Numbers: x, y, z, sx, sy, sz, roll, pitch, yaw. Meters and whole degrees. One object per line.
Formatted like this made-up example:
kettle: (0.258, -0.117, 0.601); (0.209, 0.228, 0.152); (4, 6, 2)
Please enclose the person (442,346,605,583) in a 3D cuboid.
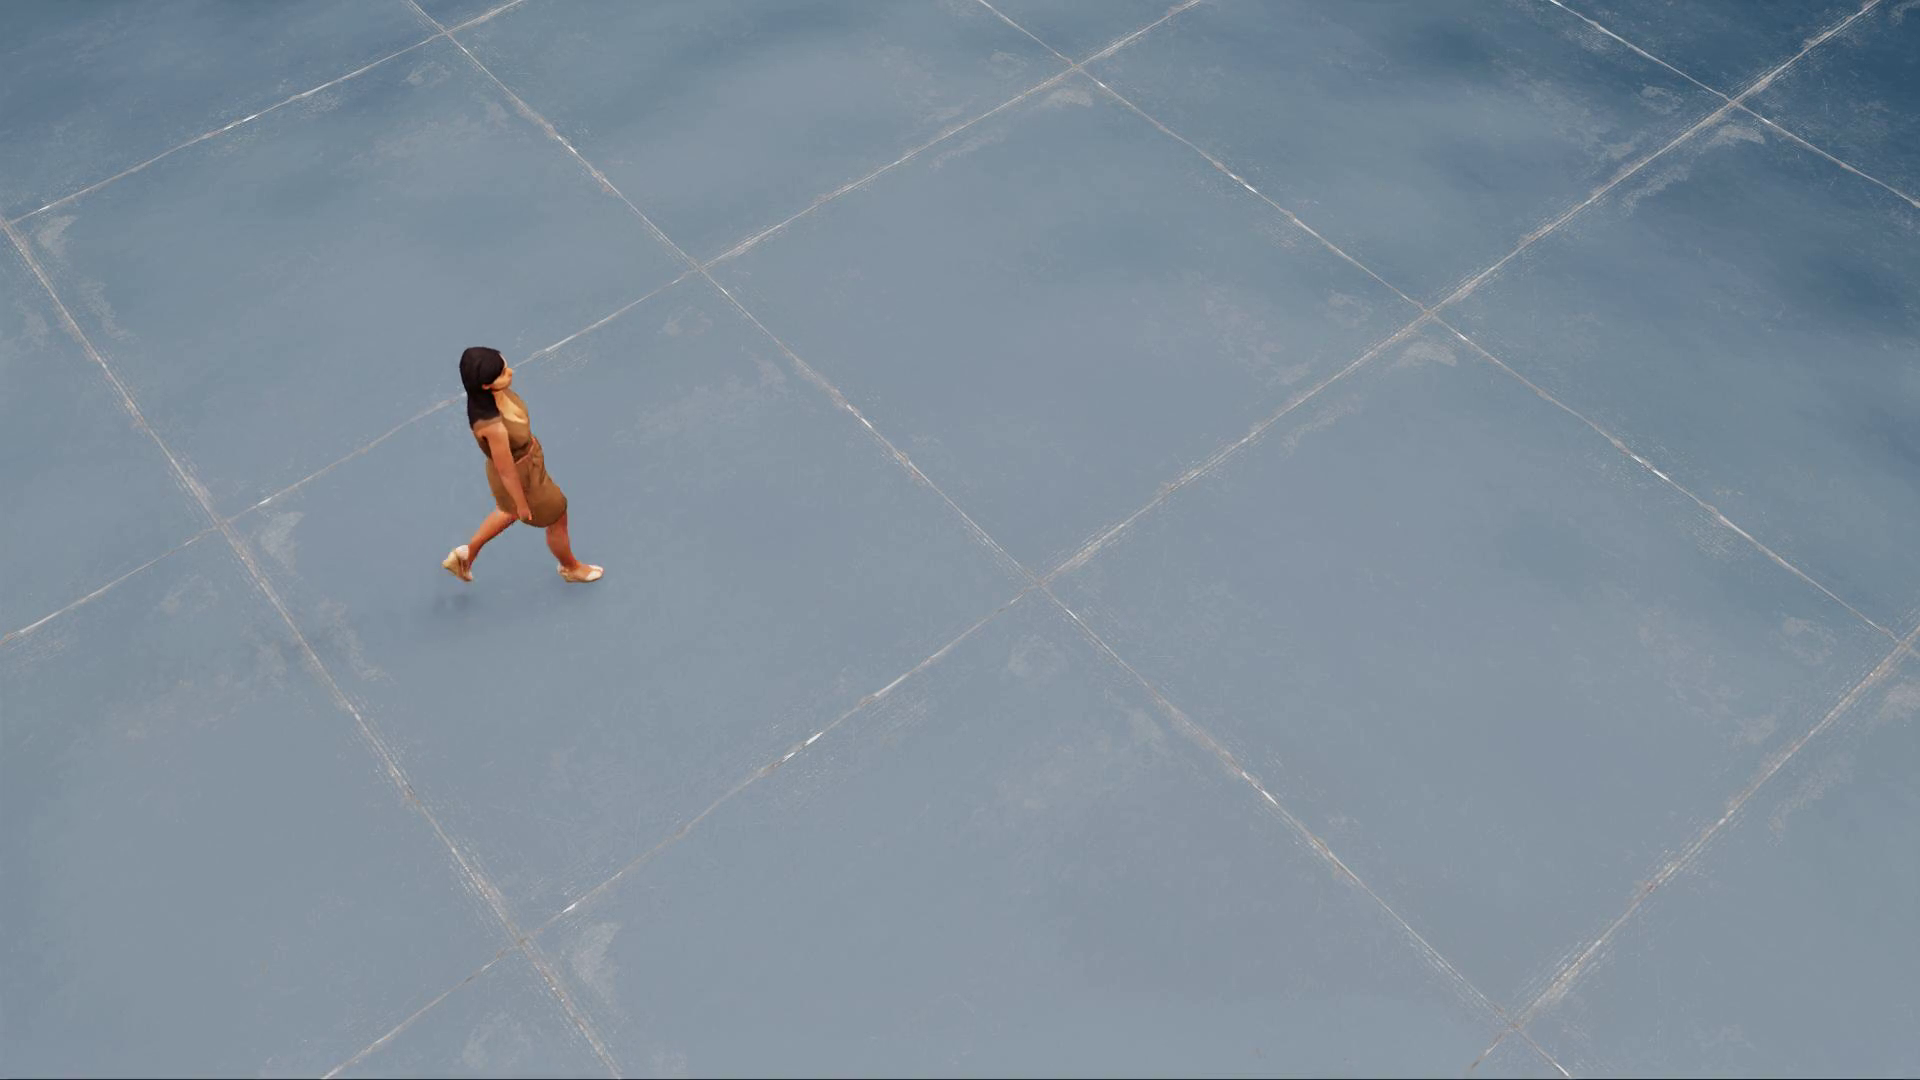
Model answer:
person: (-2.121, -0.283, 7.707); (1.040, 1.666, 0.815); (-12, 53, -9)
